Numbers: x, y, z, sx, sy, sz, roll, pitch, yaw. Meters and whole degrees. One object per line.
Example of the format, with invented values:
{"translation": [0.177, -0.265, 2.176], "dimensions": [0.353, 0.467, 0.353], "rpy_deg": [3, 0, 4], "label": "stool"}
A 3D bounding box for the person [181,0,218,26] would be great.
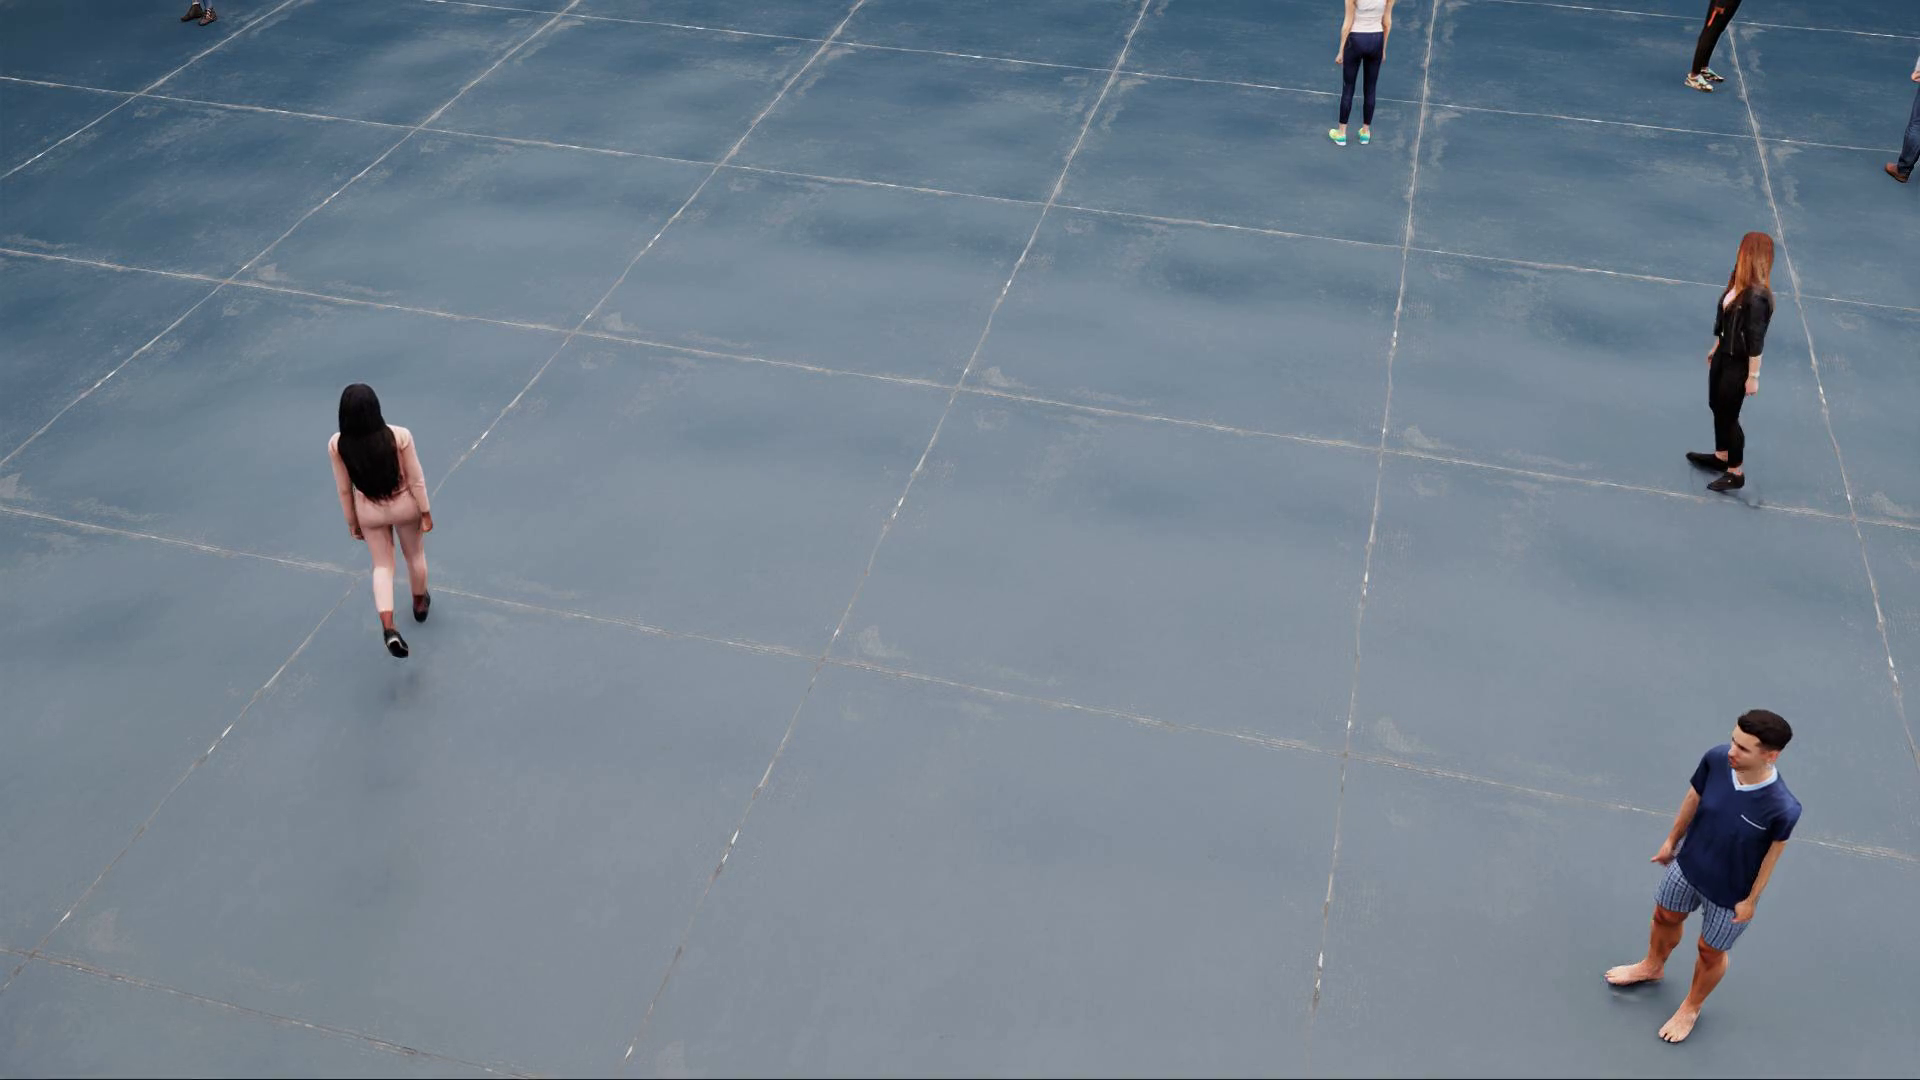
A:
{"translation": [-8.010, -6.155, 17.097], "dimensions": [0.698, 1.634, 0.699], "rpy_deg": [20, 42, 23], "label": "person"}

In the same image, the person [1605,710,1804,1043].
{"translation": [3.301, 1.447, 7.212], "dimensions": [0.765, 1.841, 0.697], "rpy_deg": [-22, 43, -25], "label": "person"}

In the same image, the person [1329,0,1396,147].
{"translation": [3.571, -4.334, 14.714], "dimensions": [0.656, 1.703, 0.630], "rpy_deg": [-2, 38, -2], "label": "person"}

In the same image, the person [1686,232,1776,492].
{"translation": [5.020, -1.113, 10.622], "dimensions": [0.836, 1.673, 0.586], "rpy_deg": [0, 38, 0], "label": "person"}

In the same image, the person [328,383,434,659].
{"translation": [-3.196, -0.090, 9.290], "dimensions": [0.899, 1.703, 1.116], "rpy_deg": [-6, 38, -7], "label": "person"}

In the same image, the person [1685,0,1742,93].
{"translation": [7.263, -5.198, 15.733], "dimensions": [0.755, 1.808, 0.629], "rpy_deg": [29, 46, 32], "label": "person"}
